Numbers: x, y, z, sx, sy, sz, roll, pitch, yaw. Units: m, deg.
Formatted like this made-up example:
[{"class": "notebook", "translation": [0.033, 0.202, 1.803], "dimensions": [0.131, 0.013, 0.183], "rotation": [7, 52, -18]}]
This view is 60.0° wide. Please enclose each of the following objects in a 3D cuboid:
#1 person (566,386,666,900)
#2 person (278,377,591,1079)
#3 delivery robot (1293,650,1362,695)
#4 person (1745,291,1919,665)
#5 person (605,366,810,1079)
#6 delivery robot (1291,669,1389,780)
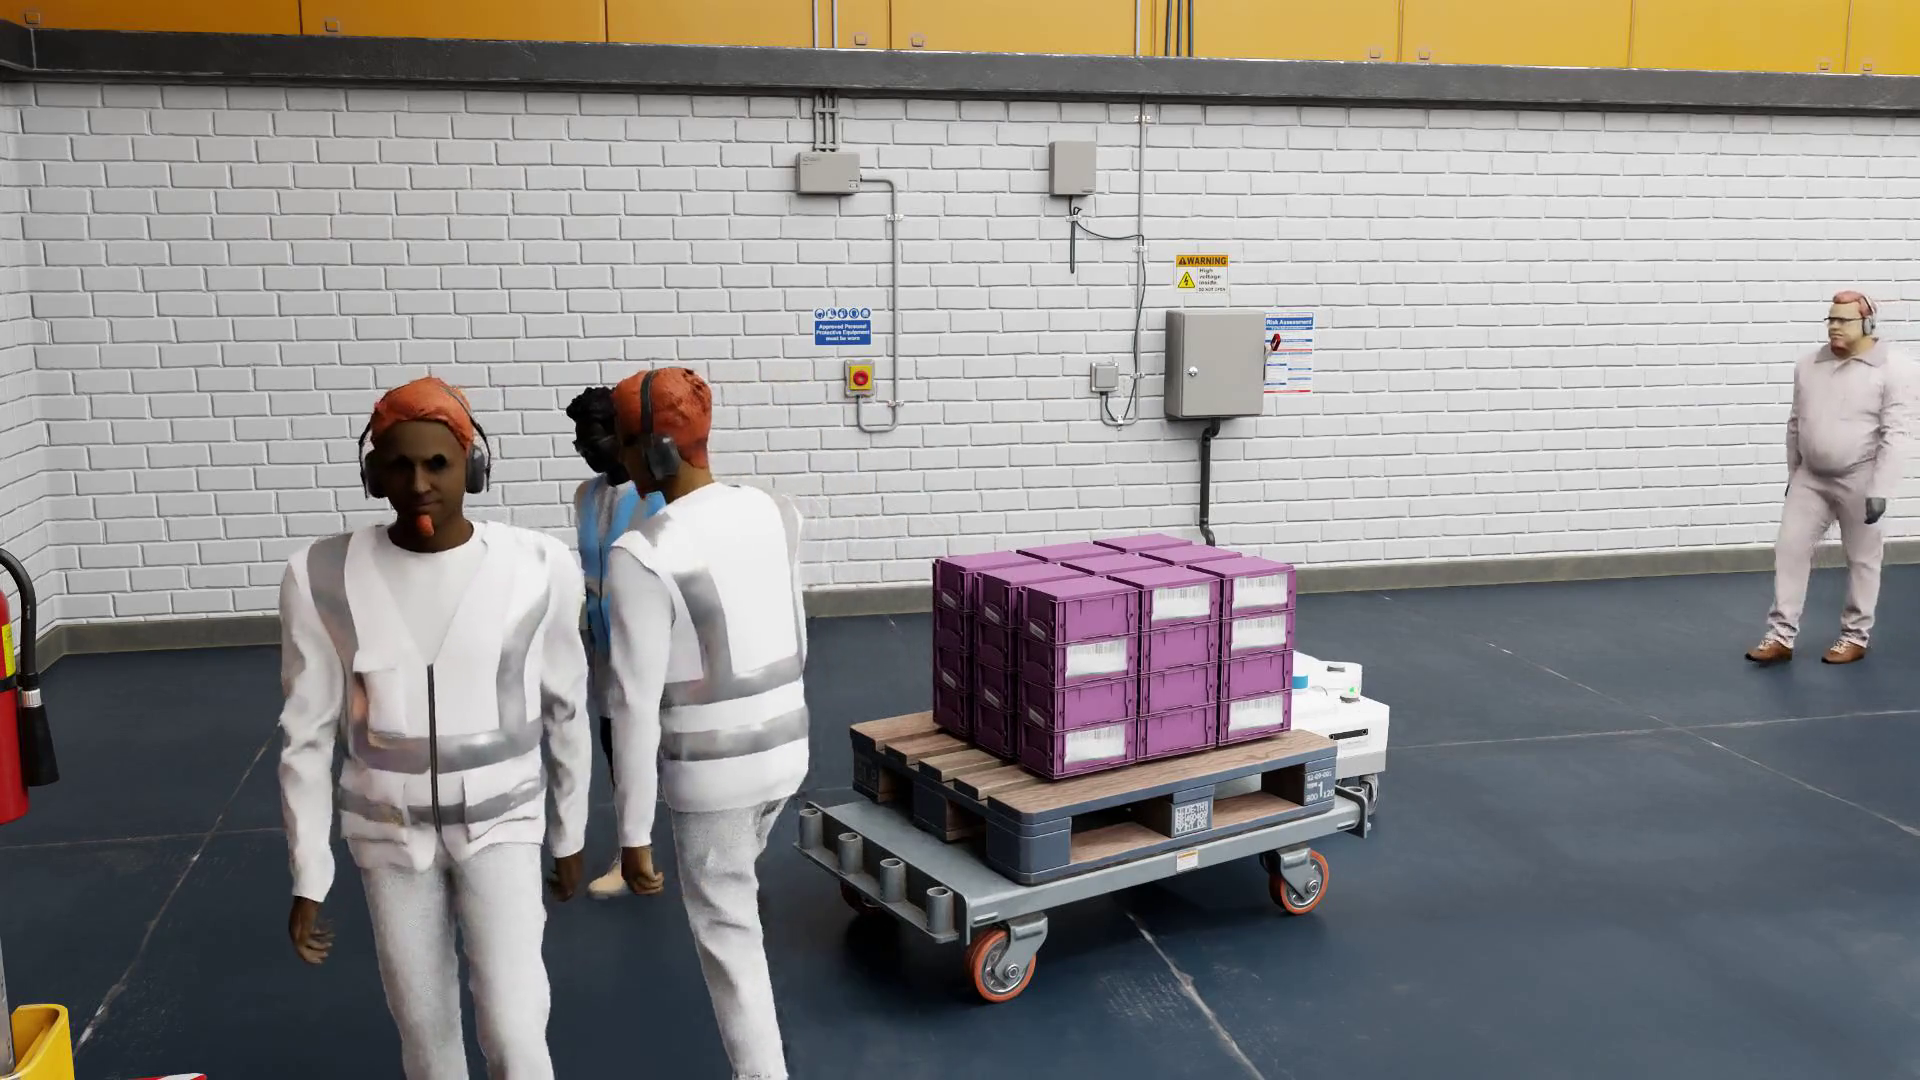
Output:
[{"class": "person", "translation": [-0.984, 0.319, 5.472], "dimensions": [0.571, 1.673, 0.581], "rotation": [8, 13, 39]}, {"class": "person", "translation": [-1.016, 0.625, 3.262], "dimensions": [0.574, 1.859, 0.661], "rotation": [-2, 10, -10]}, {"class": "delivery robot", "translation": [1.256, 0.605, 6.739], "dimensions": [0.707, 0.478, 0.477], "rotation": [3, 11, 17]}, {"class": "person", "translation": [4.282, -0.280, 8.229], "dimensions": [0.852, 1.873, 0.668], "rotation": [-6, 12, -31]}, {"class": "person", "translation": [-0.557, 0.541, 3.732], "dimensions": [0.518, 1.858, 0.606], "rotation": [6, 12, 32]}, {"class": "delivery robot", "translation": [1.224, 0.717, 6.117], "dimensions": [0.707, 0.478, 0.477], "rotation": [-5, 11, -26]}]
